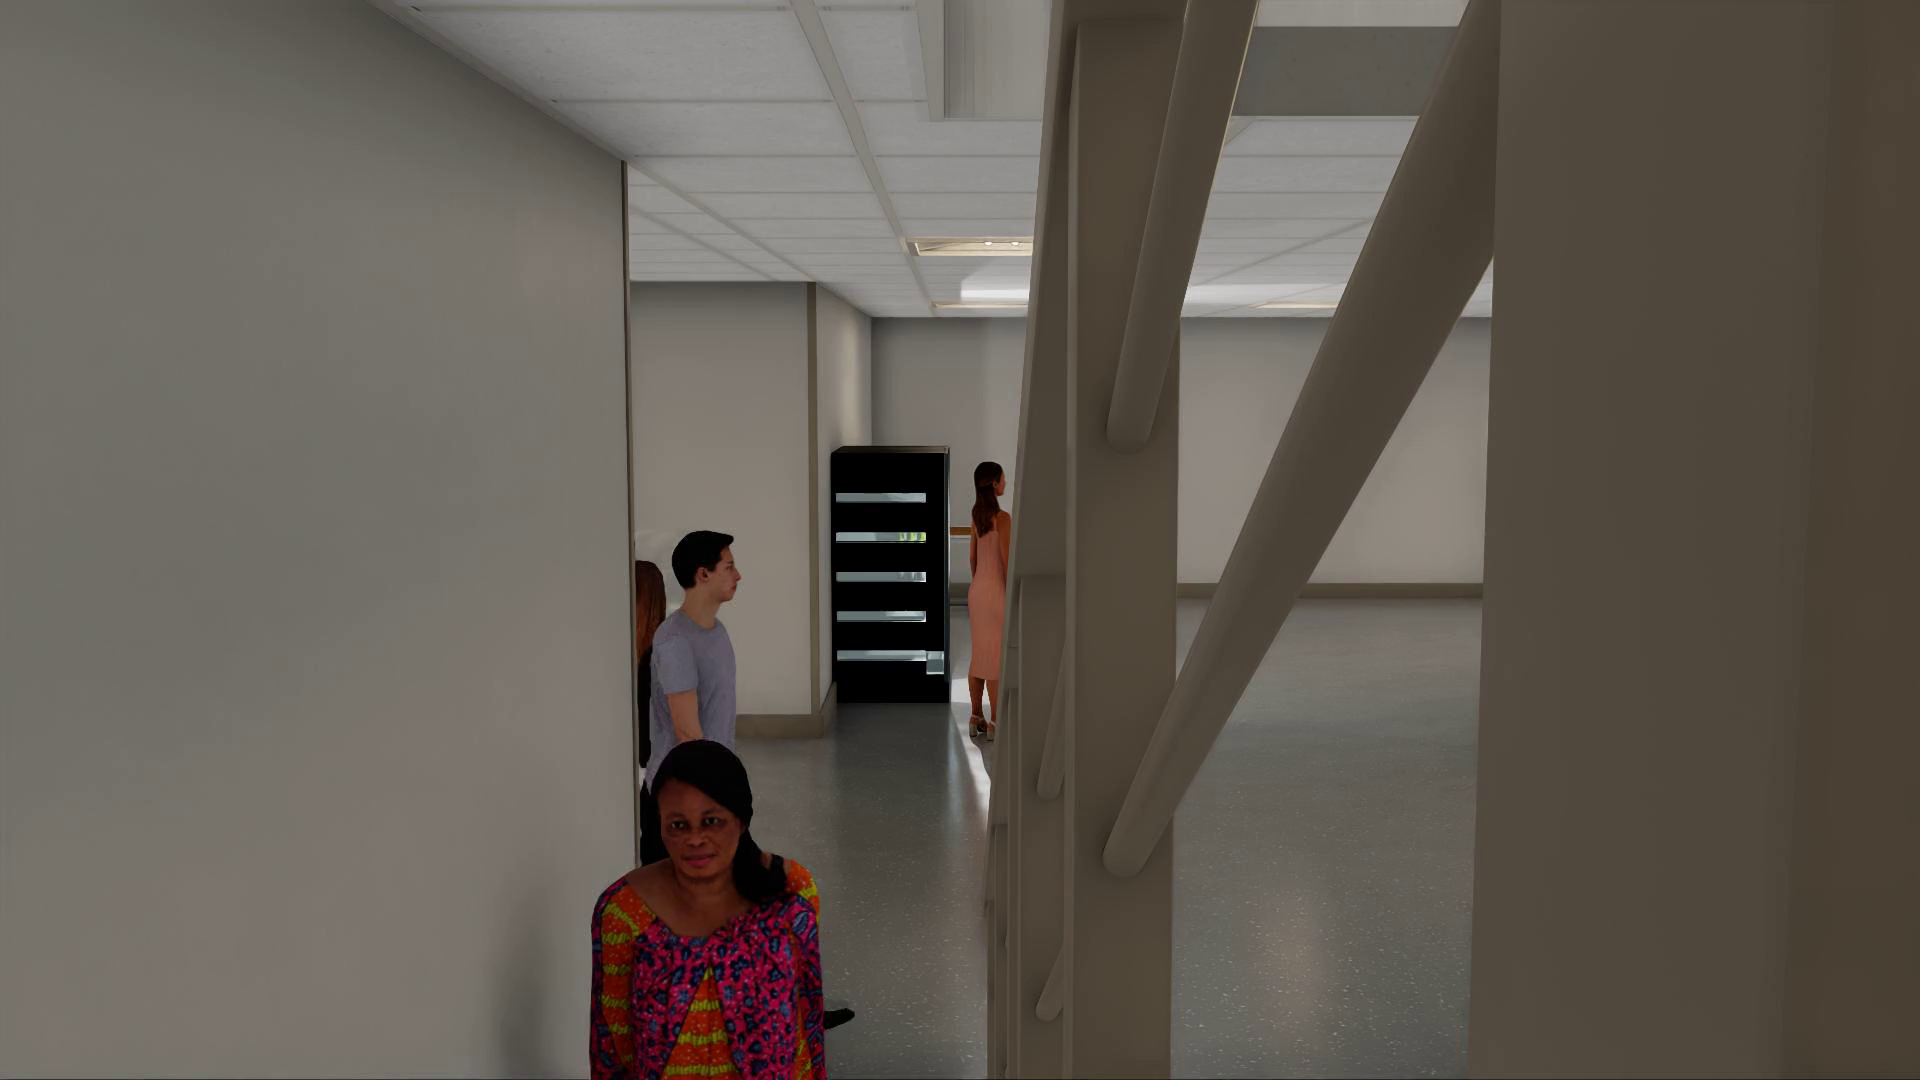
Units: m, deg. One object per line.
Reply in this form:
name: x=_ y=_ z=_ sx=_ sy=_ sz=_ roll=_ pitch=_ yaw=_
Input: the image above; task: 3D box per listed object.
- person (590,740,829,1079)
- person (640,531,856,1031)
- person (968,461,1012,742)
person: x=-0.515 y=1.215 z=3.627 sx=0.755 sy=1.646 sz=1.032 roll=-1 pitch=6 yaw=-11
person: x=-1.038 y=0.917 z=5.828 sx=1.019 sy=1.814 sz=1.255 roll=2 pitch=6 yaw=19
person: x=0.199 y=0.395 z=10.929 sx=0.716 sy=1.832 sz=0.621 roll=-4 pitch=7 yaw=-35
